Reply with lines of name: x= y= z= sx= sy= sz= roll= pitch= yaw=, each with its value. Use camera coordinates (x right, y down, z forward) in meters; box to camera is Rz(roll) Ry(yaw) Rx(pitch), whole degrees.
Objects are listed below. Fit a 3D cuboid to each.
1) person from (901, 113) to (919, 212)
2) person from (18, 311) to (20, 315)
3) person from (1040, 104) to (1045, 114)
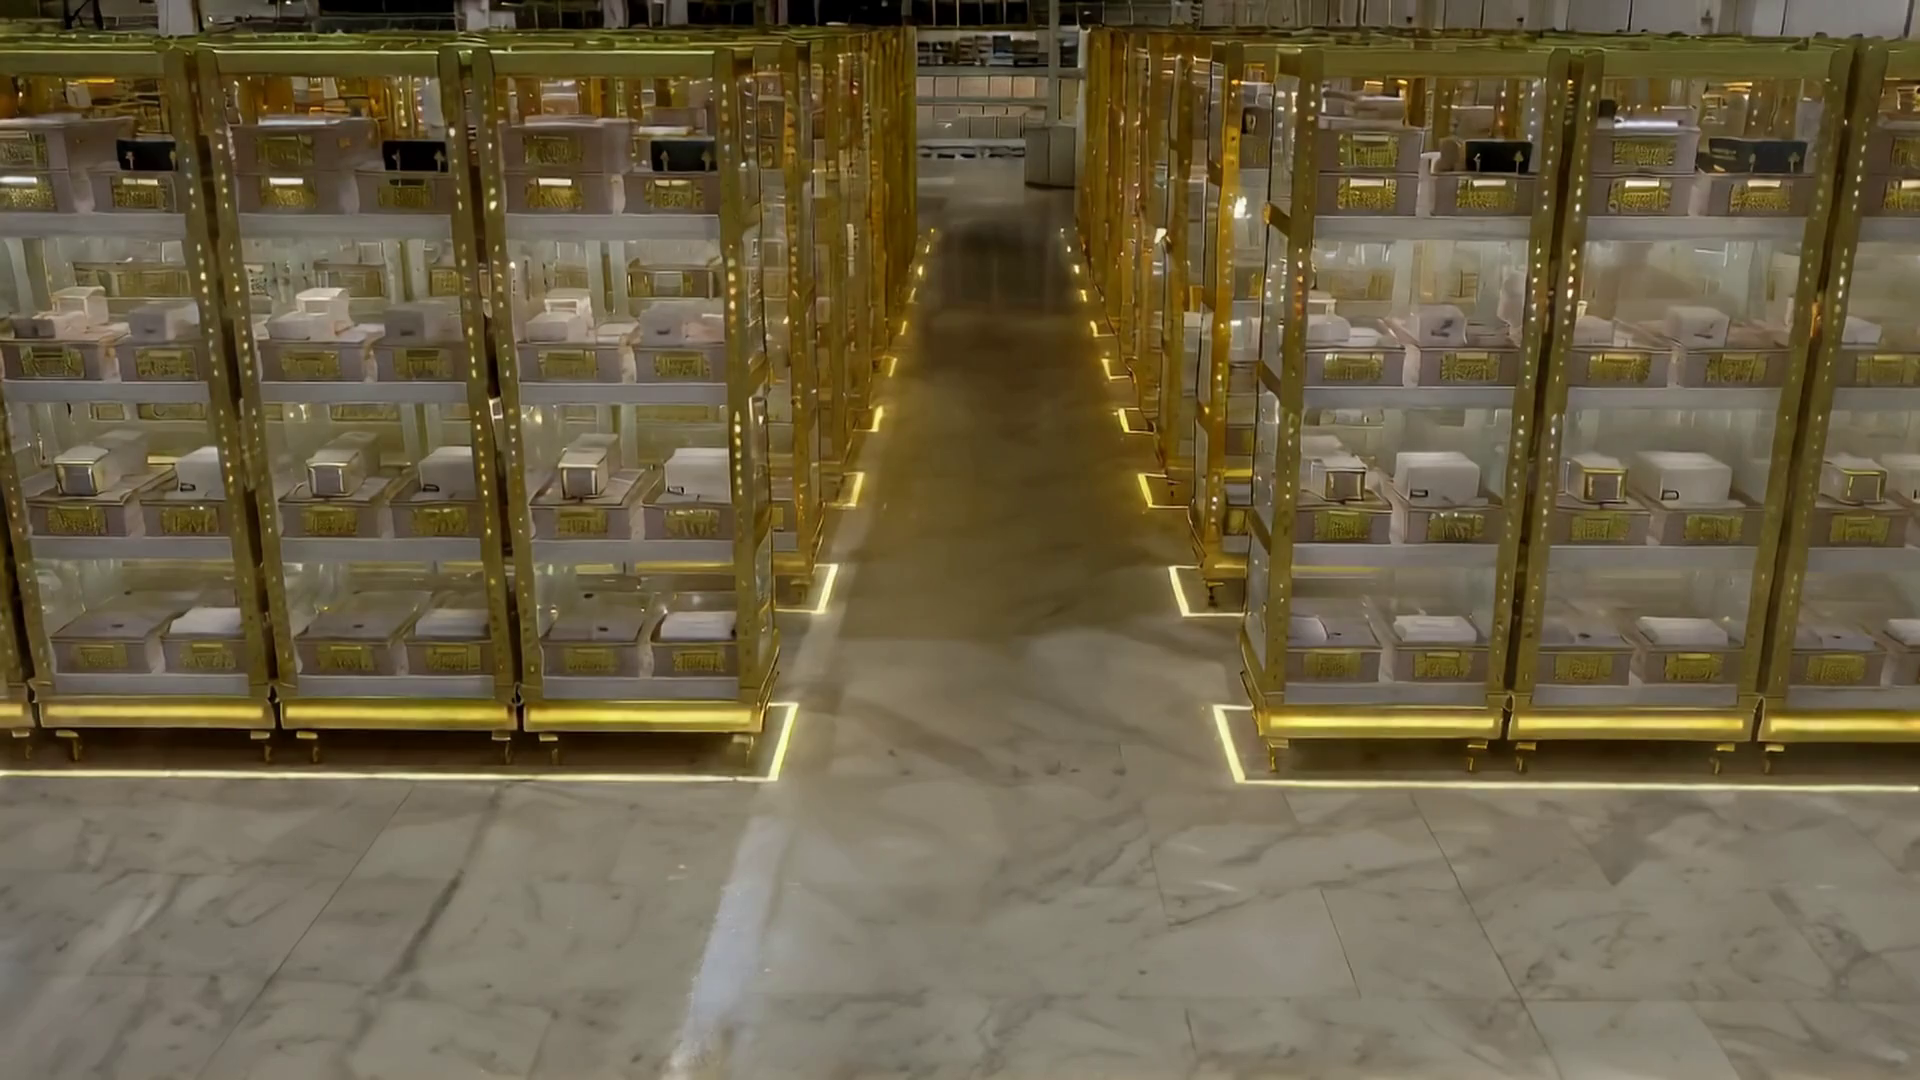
person: x=-1.073 y=-7.483 z=32.938 sx=0.608 sy=1.997 sz=0.375 roll=-16 pitch=23 yaw=-41
person: x=-11.267 y=-3.196 z=19.591 sx=0.620 sy=1.808 sz=0.527 roll=4 pitch=18 yaw=12
person: x=2.387 y=-12.950 z=50.710 sx=0.981 sy=1.789 sz=0.650 roll=-3 pitch=18 yaw=-8
